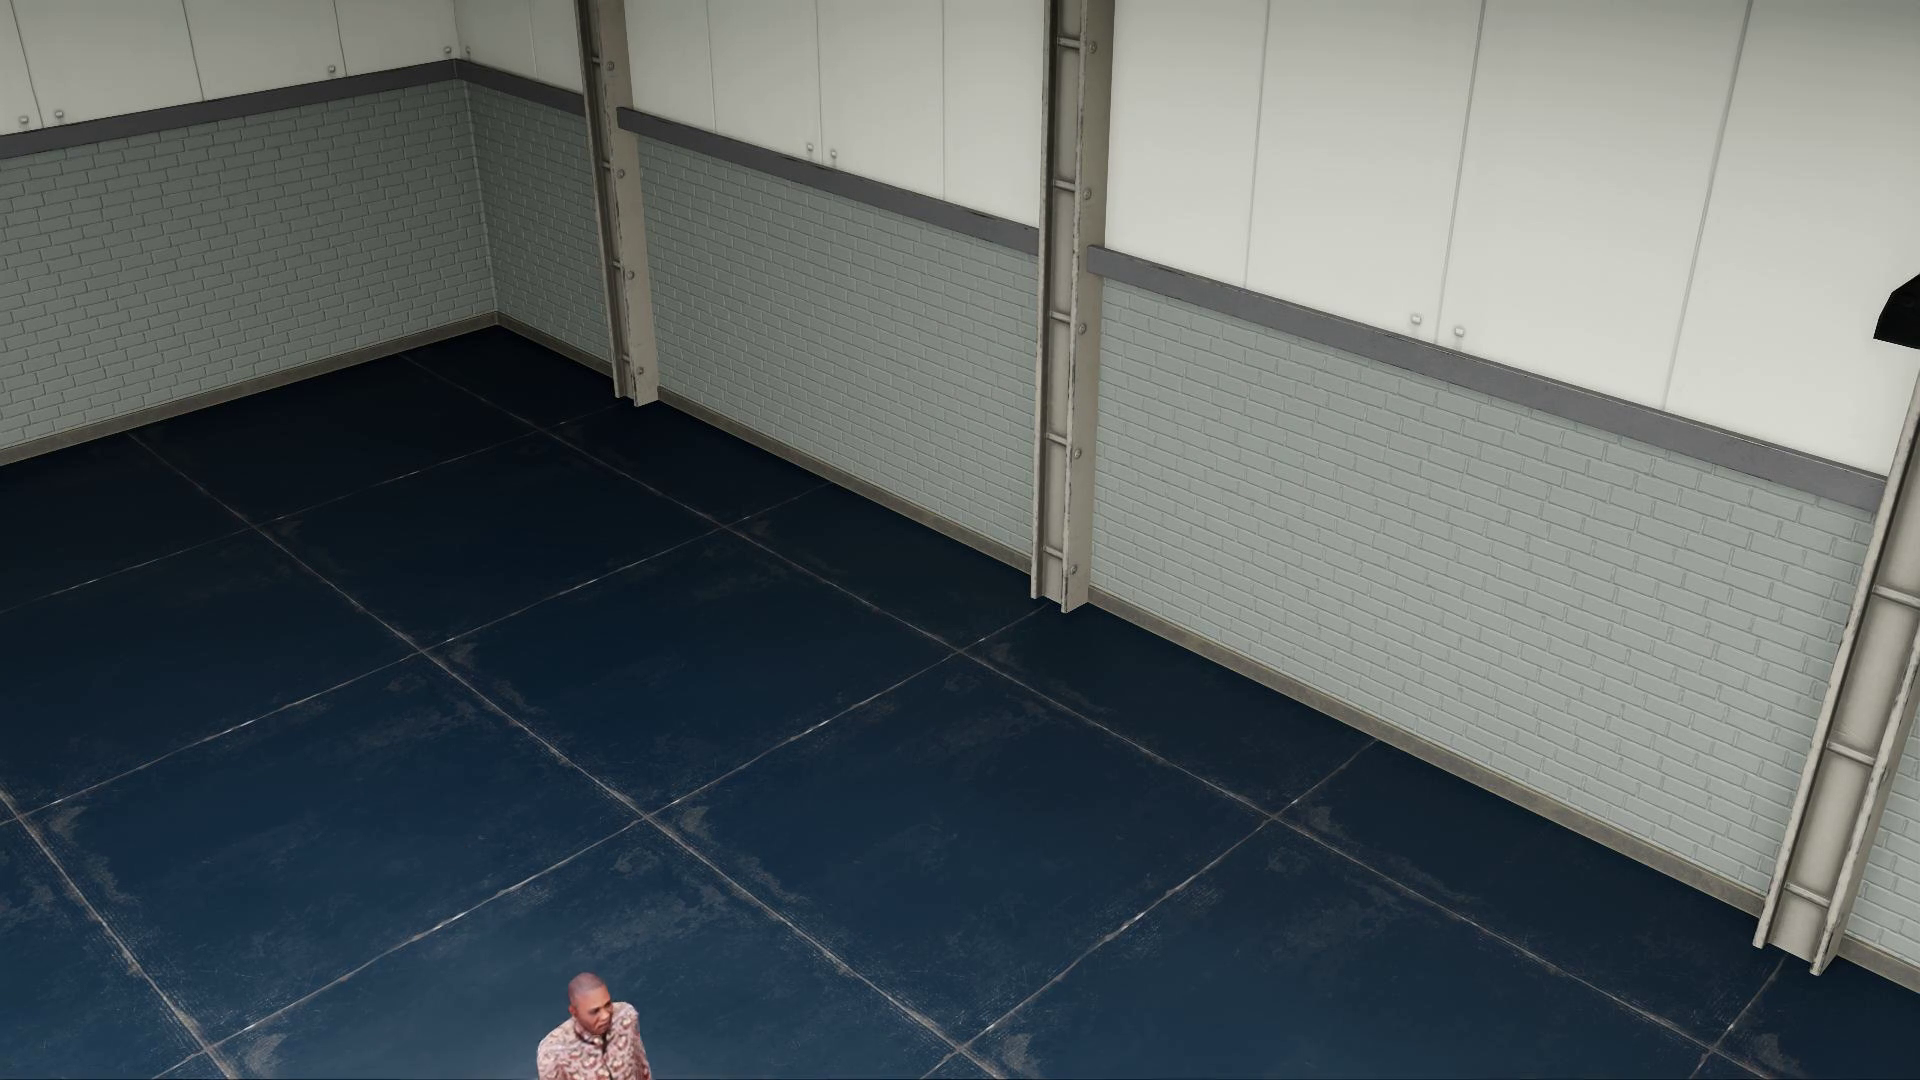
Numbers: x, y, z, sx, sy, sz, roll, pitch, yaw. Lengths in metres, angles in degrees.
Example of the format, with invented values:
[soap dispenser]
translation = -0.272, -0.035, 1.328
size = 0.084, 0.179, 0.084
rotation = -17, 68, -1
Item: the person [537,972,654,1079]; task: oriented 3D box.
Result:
[person]
translation = -1.702, 2.700, 7.779
size = 0.691, 1.790, 0.871
rotation = -24, 36, -37
